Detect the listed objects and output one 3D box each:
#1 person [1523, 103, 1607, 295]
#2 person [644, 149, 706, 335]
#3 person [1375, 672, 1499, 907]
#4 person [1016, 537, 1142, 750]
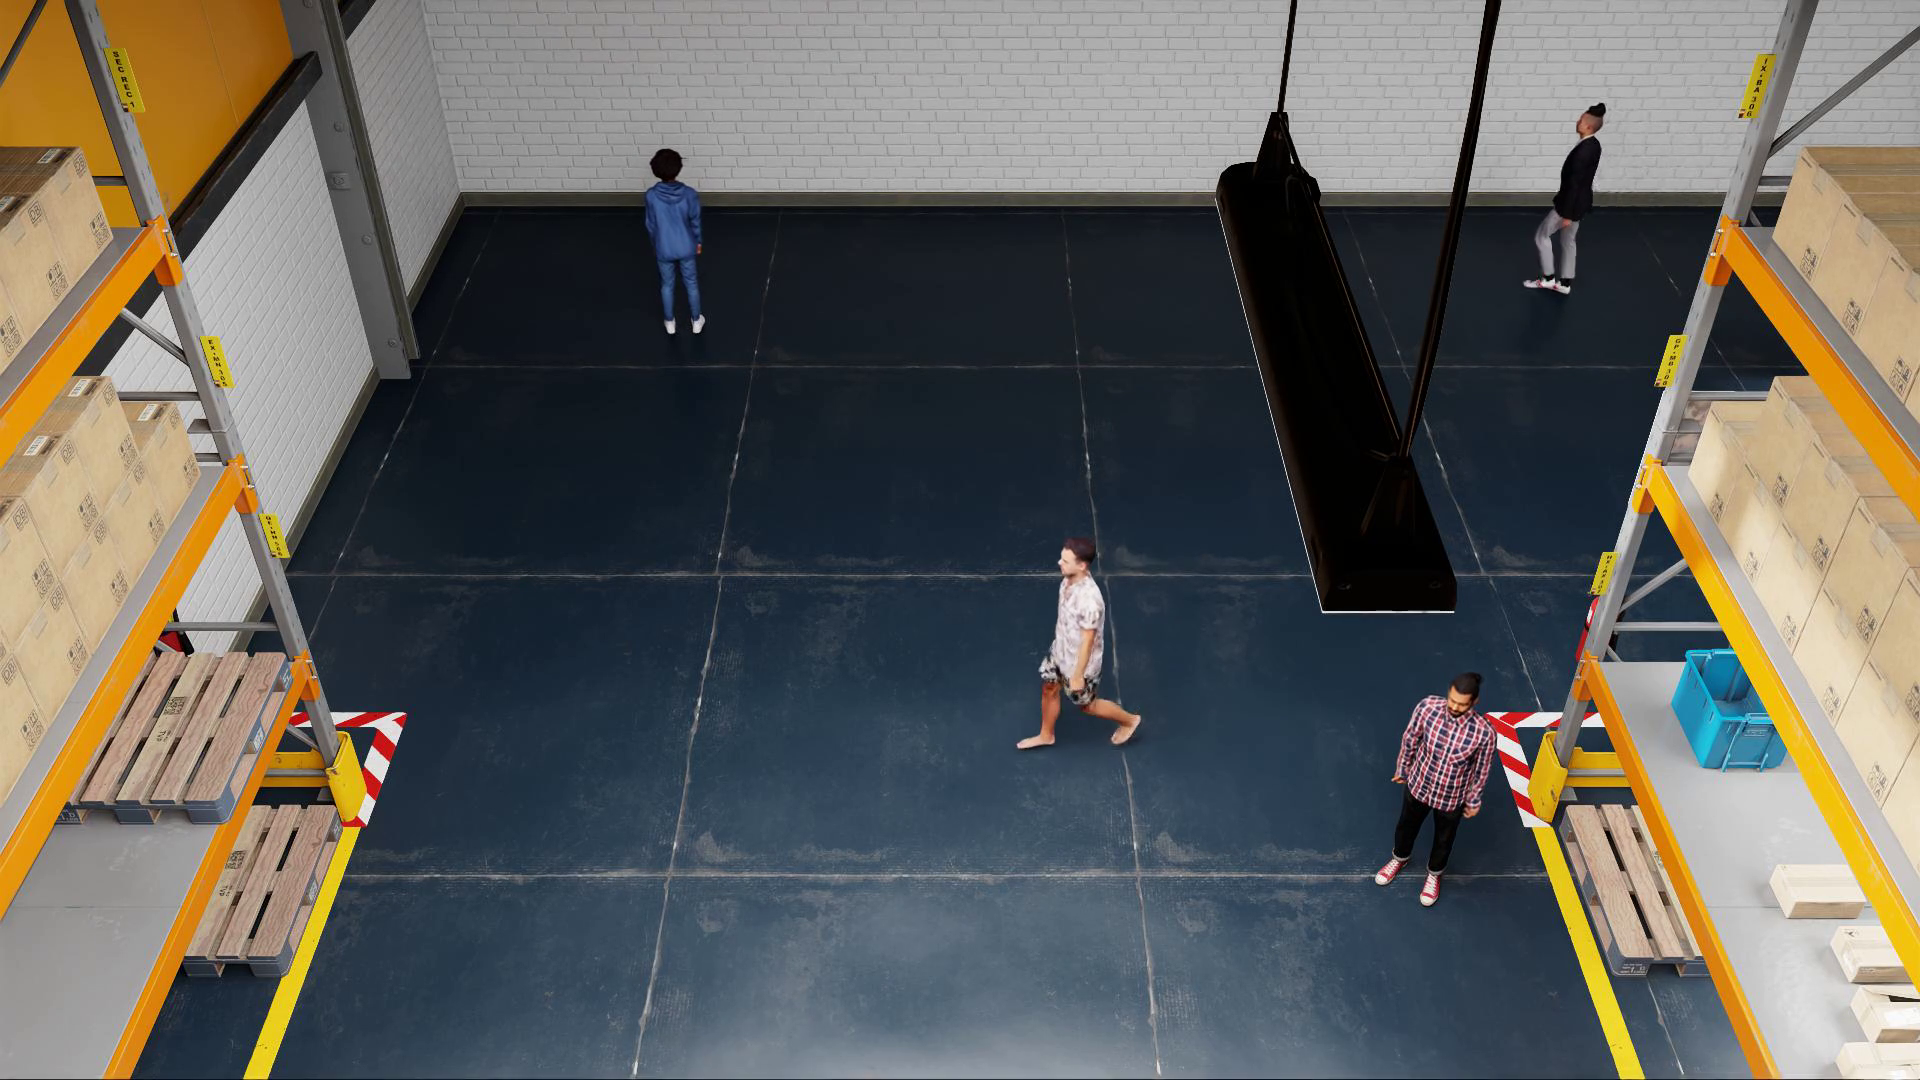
[{"bbox_3d":[5.898,-3.188,15.766,0.919,1.936,0.815,20,43,23],"label":"person"},{"bbox_3d":[-2.614,-2.730,15.296,0.687,1.807,0.577,-4,39,-5],"label":"person"},{"bbox_3d":[2.901,1.476,10.064,0.790,1.762,0.792,22,44,25],"label":"person"},{"bbox_3d":[0.865,0.730,10.975,0.948,1.791,1.105,-11,40,-14],"label":"person"}]
